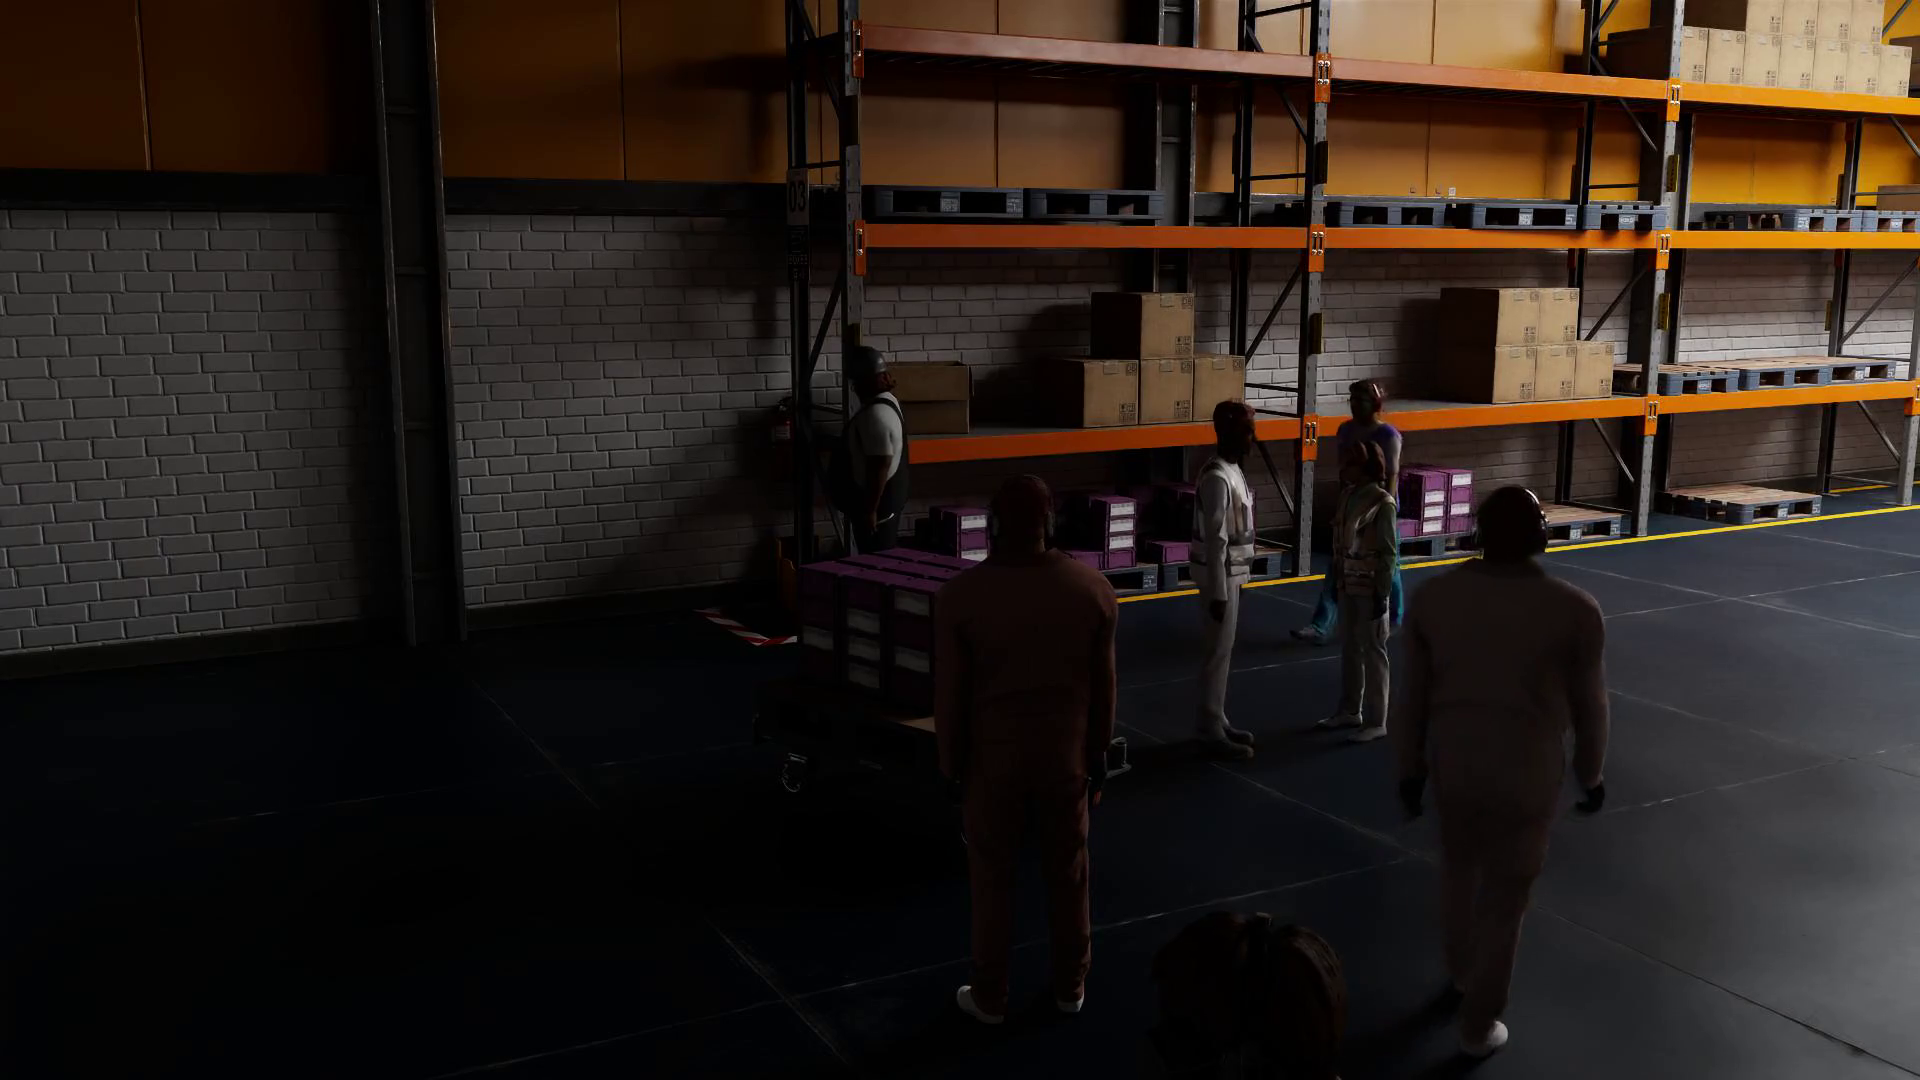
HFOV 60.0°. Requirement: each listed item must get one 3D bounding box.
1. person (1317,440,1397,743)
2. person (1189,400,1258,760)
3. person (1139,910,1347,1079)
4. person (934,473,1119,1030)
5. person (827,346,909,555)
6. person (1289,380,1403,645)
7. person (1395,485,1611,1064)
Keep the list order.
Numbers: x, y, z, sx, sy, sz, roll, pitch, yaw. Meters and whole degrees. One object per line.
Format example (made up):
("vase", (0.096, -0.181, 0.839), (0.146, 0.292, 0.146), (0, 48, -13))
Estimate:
("person", (2.177, 0.274, 9.021), (0.310, 1.638, 0.522), (-3, 10, -17))
("person", (1.386, 0.210, 8.716), (0.360, 1.880, 0.574), (3, 10, 15))
("person", (0.349, 1.364, 2.168), (0.429, 1.844, 0.627), (1, 10, 7))
("person", (0.212, 0.720, 5.684), (0.640, 1.909, 0.409), (-2, 10, -13))
("person", (-0.610, -0.270, 10.997), (0.536, 2.000, 0.675), (1, 10, 6))
("person", (2.688, -0.174, 11.158), (0.987, 1.787, 0.591), (-6, 12, -32))
("person", (1.851, 0.747, 5.617), (0.642, 1.874, 0.865), (7, 12, 35))
